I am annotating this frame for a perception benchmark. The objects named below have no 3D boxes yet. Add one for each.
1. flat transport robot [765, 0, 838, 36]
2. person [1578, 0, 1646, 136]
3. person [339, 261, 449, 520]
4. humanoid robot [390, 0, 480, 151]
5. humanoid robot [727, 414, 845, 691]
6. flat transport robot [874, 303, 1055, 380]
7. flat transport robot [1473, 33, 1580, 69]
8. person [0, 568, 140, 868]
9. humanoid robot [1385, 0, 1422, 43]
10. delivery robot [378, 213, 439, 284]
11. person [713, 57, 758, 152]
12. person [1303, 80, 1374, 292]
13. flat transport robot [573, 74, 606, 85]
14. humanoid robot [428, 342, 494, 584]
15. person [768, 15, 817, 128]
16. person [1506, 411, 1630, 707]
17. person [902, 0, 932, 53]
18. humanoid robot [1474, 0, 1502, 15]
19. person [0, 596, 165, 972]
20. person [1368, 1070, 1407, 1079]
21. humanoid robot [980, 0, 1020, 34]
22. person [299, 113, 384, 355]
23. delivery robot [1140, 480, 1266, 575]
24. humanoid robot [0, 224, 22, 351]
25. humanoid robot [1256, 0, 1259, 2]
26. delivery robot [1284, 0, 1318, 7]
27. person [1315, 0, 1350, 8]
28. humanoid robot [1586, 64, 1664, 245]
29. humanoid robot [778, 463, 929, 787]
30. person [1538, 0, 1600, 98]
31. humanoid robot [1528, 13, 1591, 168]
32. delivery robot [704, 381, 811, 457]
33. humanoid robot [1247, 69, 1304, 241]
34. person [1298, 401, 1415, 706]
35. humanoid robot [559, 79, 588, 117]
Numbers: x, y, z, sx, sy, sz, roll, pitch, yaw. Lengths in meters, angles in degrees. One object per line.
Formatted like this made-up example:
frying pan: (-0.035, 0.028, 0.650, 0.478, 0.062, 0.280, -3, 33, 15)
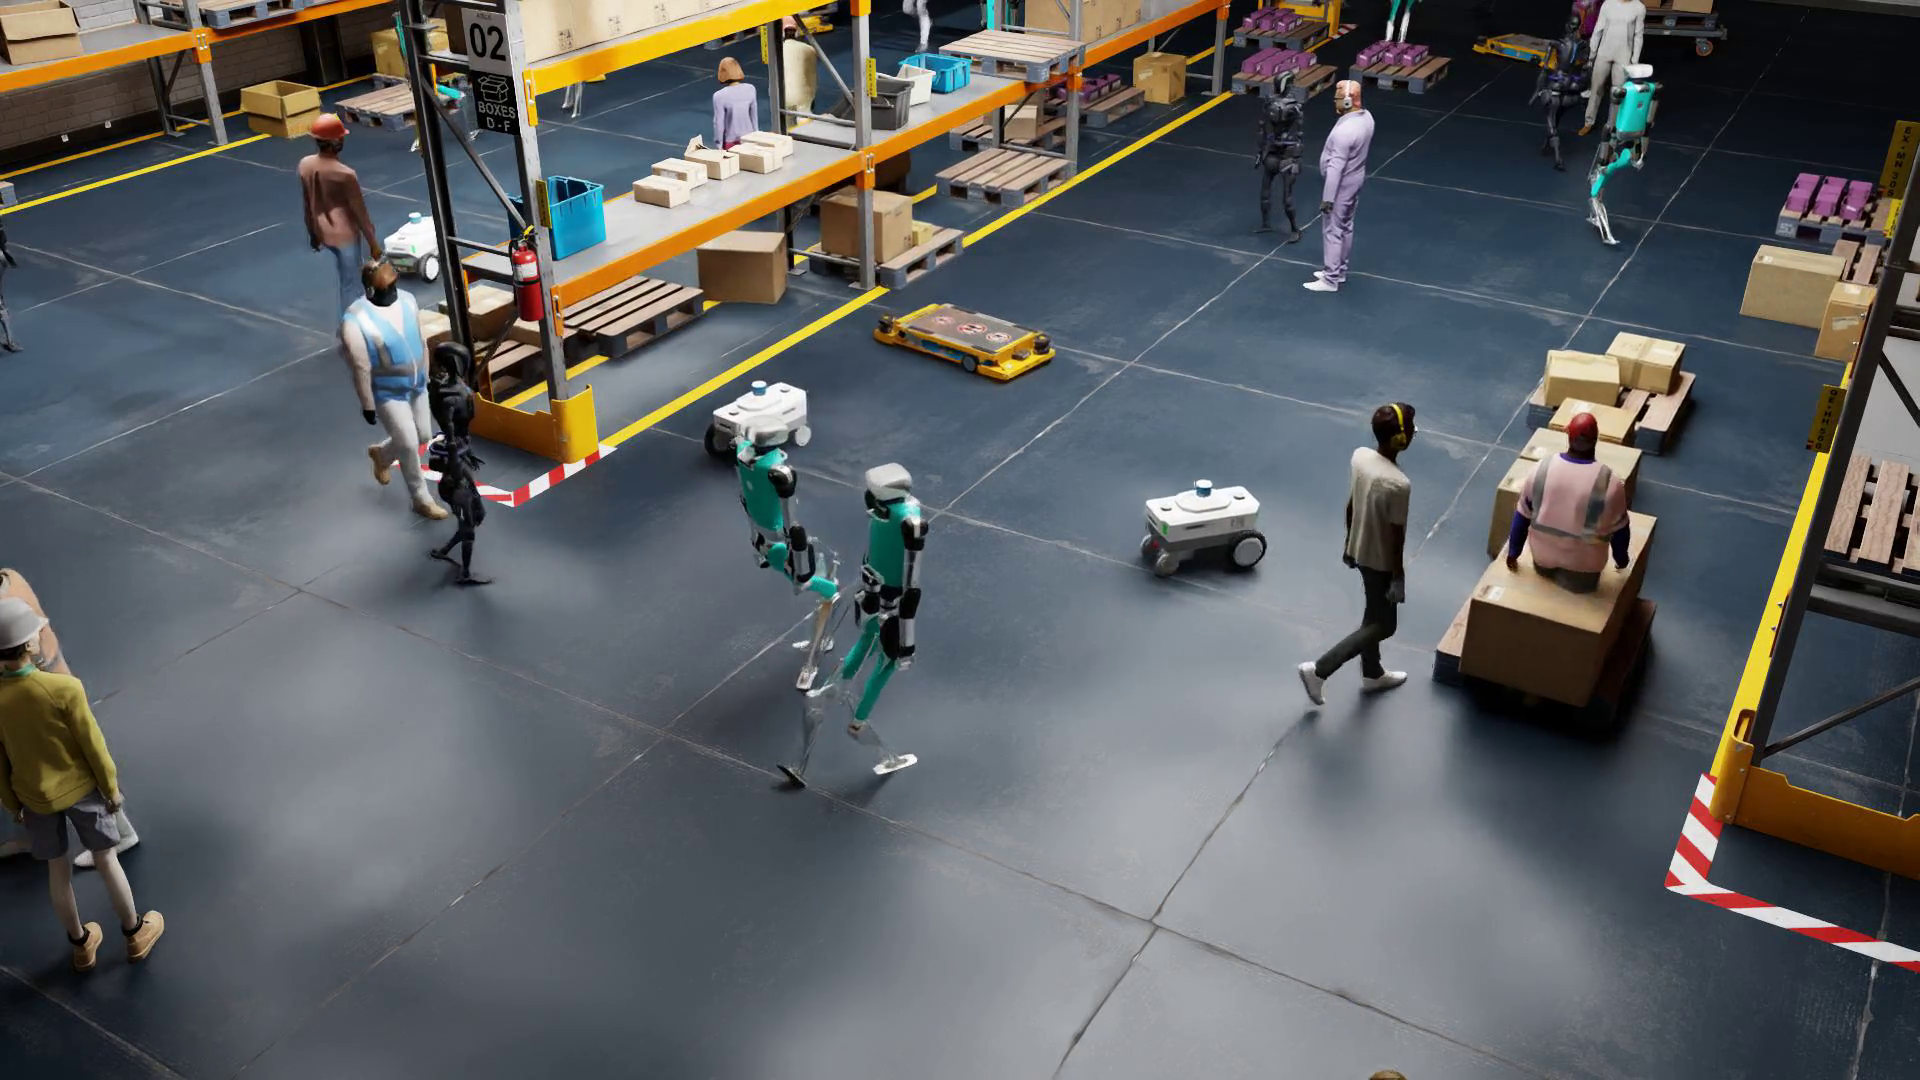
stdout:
flat transport robot: (-2.556, -7.686, 24.538, 0.659, 0.231, 1.431, -22, 36, -34)
person: (7.551, -5.600, 19.195, 0.580, 1.897, 0.344, 14, 32, 23)
person: (-3.845, -1.039, 11.222, 0.721, 1.808, 0.631, 15, 33, 25)
humanoid robot: (-5.958, -5.311, 18.950, 0.544, 1.815, 1.049, 21, 36, 33)
humanoid robot: (-0.845, 0.023, 9.401, 0.868, 1.768, 0.603, -22, 36, -33)
flat transport robot: (0.028, -1.686, 13.924, 1.431, 0.231, 0.659, 22, 36, 33)
flat transport robot: (7.829, -6.700, 22.793, 0.659, 0.231, 1.431, -19, 35, -30)
person: (-4.520, 0.782, 7.912, 0.803, 1.880, 0.574, -13, 32, -21)
humanoid robot: (6.104, -7.554, 22.849, 0.539, 1.836, 0.670, 2, 30, 4)
delivery robot: (-5.042, -2.736, 15.488, 0.499, 0.592, 0.774, 8, 30, 13)
person: (-2.232, -3.995, 16.630, 0.502, 1.628, 0.281, -21, 36, -33)
person: (3.393, -3.155, 14.873, 0.414, 1.896, 0.645, 17, 34, 28)
flat transport robot: (-5.412, -6.122, 21.772, 1.431, 0.231, 0.659, -9, 31, -16)
humanoid robot: (-3.152, -0.467, 10.343, 0.427, 1.634, 0.609, -5, 30, -8)
person: (-1.803, -4.792, 18.011, 0.557, 1.662, 0.929, -7, 30, -12)
person: (3.416, 0.069, 9.358, 0.588, 1.703, 0.877, 25, 38, 36)
person: (-0.557, -7.776, 23.013, 0.542, 1.926, 0.580, 19, 34, 29)
humanoid robot: (8.122, -8.740, 24.980, 0.609, 1.643, 0.424, -21, 36, -32)
person: (-3.974, 1.105, 7.342, 0.485, 1.888, 0.392, -7, 30, -12)
person: (1.290, 2.319, 5.463, 0.484, 1.609, 0.429, -2, 30, -3)
humanoid robot: (0.594, -5.866, 19.691, 0.533, 1.677, 0.735, 20, 35, 31)
person: (-4.998, -2.531, 13.681, 0.658, 1.971, 0.720, 18, 34, 29)
delivery robot: (1.595, -0.100, 10.847, 0.808, 0.614, 0.499, -9, 31, -15)
humanoid robot: (-8.088, -2.336, 13.643, 0.397, 1.639, 0.608, 20, 35, 32)
humanoid robot: (4.799, -9.260, 25.891, 0.612, 1.642, 0.534, 22, 36, 33)
delivery robot: (5.063, -8.226, 25.184, 0.768, 0.576, 0.499, 12, 32, 21)
person: (5.767, -9.012, 25.429, 0.671, 1.706, 0.327, -5, 30, -8)
humanoid robot: (6.318, -3.754, 16.087, 0.545, 1.760, 0.945, -8, 30, -13)
humanoid robot: (-0.615, 0.526, 8.572, 0.939, 1.803, 0.567, -15, 33, -24)
person: (7.760, -6.404, 20.714, 0.783, 1.827, 0.573, 19, 34, 29)
humanoid robot: (6.624, -4.946, 18.329, 0.615, 1.639, 0.784, -6, 30, -10)
delivery robot: (-1.470, -0.856, 12.184, 0.499, 0.612, 0.815, 23, 36, 34)
humanoid robot: (3.123, -3.744, 16.127, 0.373, 1.640, 0.589, -21, 36, -33)
person: (2.262, 0.102, 9.154, 0.720, 1.849, 0.528, -9, 31, -15)
humanoid robot: (-4.805, -5.987, 20.039, 0.545, 1.757, 0.816, 15, 33, 25)
